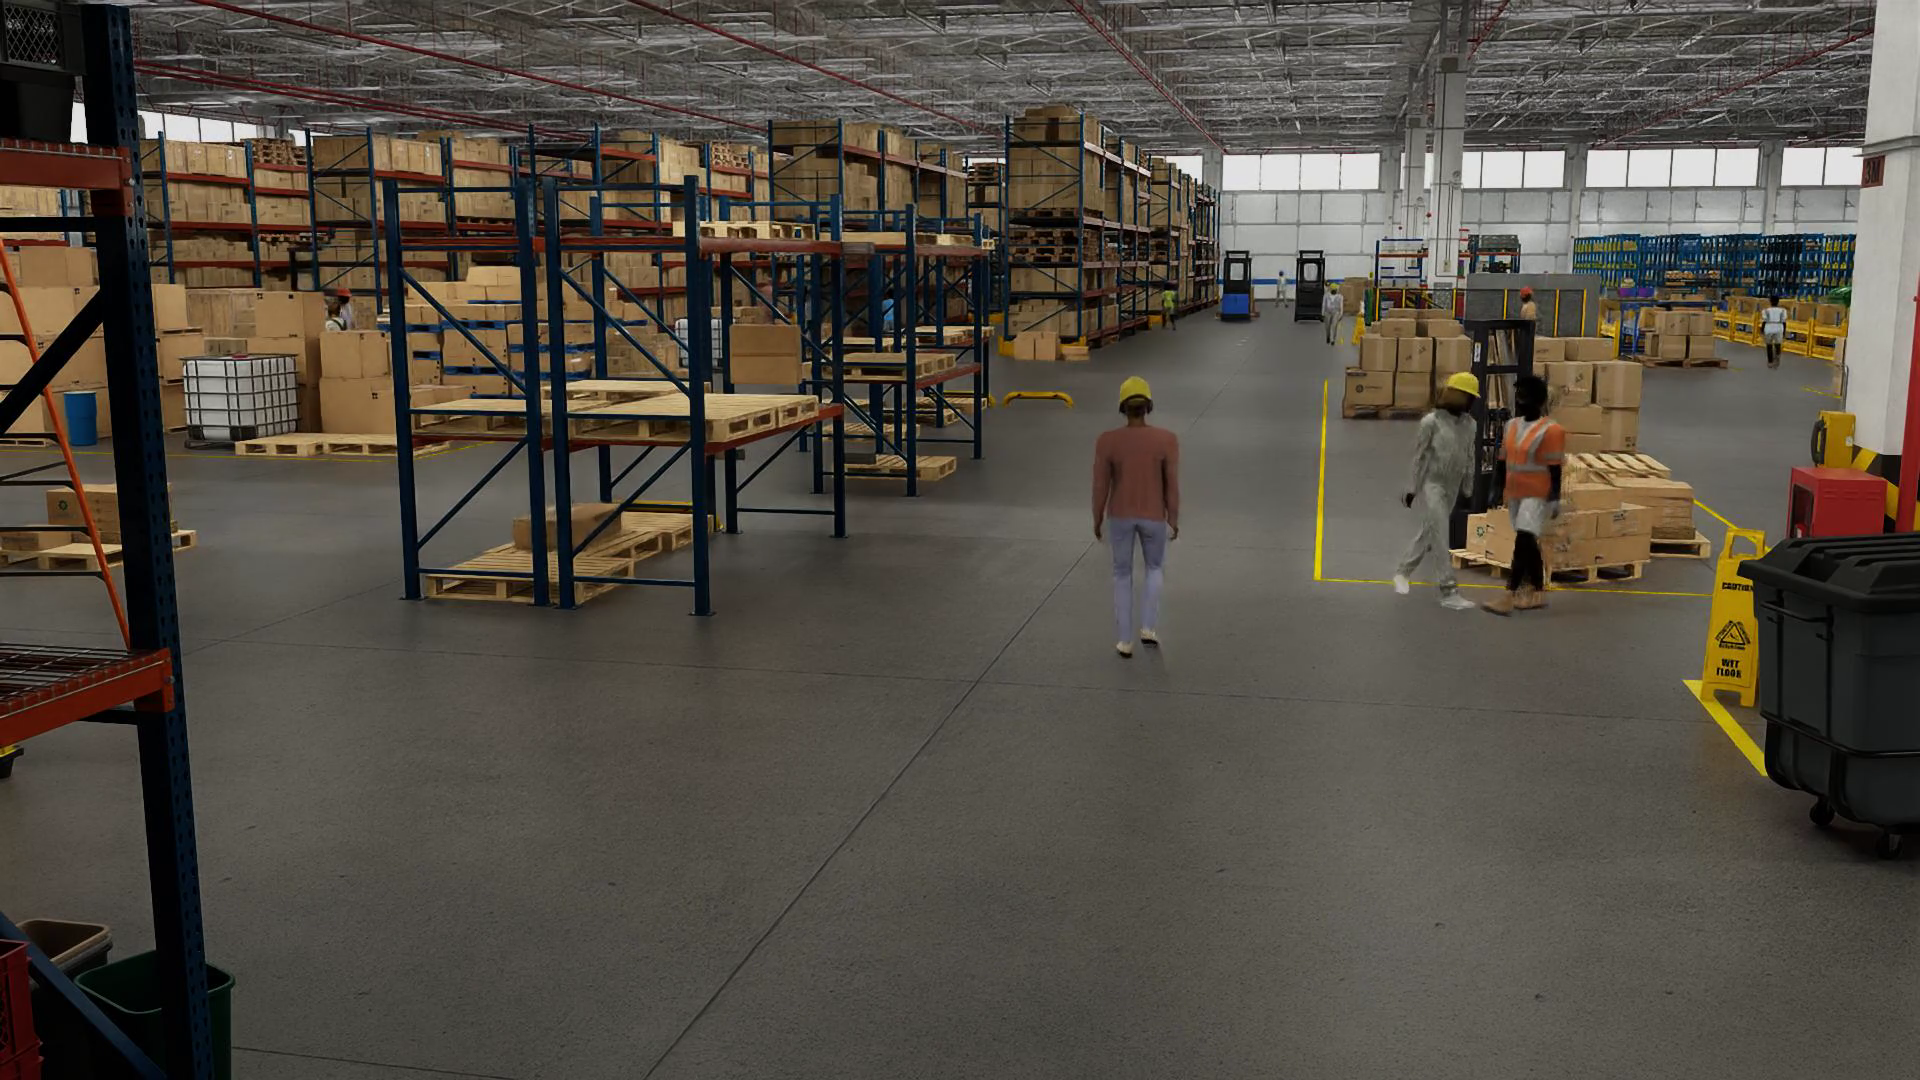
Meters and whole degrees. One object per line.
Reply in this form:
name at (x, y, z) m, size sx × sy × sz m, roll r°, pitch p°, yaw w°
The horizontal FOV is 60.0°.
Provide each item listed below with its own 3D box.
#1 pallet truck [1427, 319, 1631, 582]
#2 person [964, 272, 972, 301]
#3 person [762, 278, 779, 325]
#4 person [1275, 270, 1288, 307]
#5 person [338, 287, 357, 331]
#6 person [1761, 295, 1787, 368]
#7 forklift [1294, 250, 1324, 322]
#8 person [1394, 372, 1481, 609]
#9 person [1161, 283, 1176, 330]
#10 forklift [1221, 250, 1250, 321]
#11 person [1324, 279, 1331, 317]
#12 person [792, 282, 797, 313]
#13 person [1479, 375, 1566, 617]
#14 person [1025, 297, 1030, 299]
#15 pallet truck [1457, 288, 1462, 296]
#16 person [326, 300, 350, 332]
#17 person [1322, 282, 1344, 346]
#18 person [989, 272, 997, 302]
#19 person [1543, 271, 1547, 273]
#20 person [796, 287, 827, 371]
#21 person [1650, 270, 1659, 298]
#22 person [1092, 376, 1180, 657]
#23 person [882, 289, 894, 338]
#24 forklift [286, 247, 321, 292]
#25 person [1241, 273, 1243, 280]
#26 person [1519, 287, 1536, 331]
pallet truck at (4.543, -0.757, 13.299) m, size 0.823 × 1.965 × 1.885 m, roll -4°, pitch 10°, yaw -22°
person at (0.448, -11.478, 76.962) m, size 0.545 × 1.938 × 0.359 m, roll 1°, pitch 10°, yaw 7°
person at (-6.094, -7.523, 53.701) m, size 0.689 × 1.886 × 0.408 m, roll 5°, pitch 11°, yaw 27°
person at (16.599, -12.918, 85.607) m, size 0.626 × 1.911 × 0.962 m, roll -4°, pitch 10°, yaw -21°
person at (-12.293, -4.124, 33.476) m, size 0.751 × 1.911 × 0.577 m, roll 2°, pitch 10°, yaw 14°
person at (18.458, -4.717, 37.719) m, size 0.526 × 1.669 × 0.544 m, roll 3°, pitch 10°, yaw 16°
forklift at (13.778, -10.002, 65.433) m, size 1.129 × 2.768 × 1.873 m, roll 2°, pitch 10°, yaw 12°
person at (3.453, -0.384, 12.037) m, size 0.548 × 1.678 × 0.881 m, roll -5°, pitch 11°, yaw -25°
person at (7.304, -8.190, 58.315) m, size 0.561 × 1.664 × 0.746 m, roll -4°, pitch 10°, yaw -20°
forklift at (11.039, -10.167, 66.408) m, size 1.129 × 2.768 × 1.873 m, roll 2°, pitch 10°, yaw 12°
person at (15.628, -10.283, 70.812) m, size 0.495 × 1.626 × 0.275 m, roll -3°, pitch 10°, yaw -15°
person at (-6.092, -8.914, 62.769) m, size 0.776 × 1.605 × 0.537 m, roll 0°, pitch 10°, yaw 0°
person at (3.854, -0.299, 11.557) m, size 0.747 × 1.665 × 0.541 m, roll -4°, pitch 10°, yaw -21°
person at (2.505, -8.262, 57.915) m, size 0.635 × 1.937 × 0.361 m, roll -9°, pitch 13°, yaw -43°
pallet truck at (20.506, -9.785, 68.819) m, size 0.653 × 1.274 × 1.630 m, roll 2°, pitch 10°, yaw 12°
person at (-9.683, -2.801, 25.858) m, size 0.345 × 1.846 × 0.506 m, roll 3°, pitch 10°, yaw 18°
person at (10.713, -6.497, 47.809) m, size 0.622 × 1.816 × 0.451 m, roll 3°, pitch 10°, yaw 15°
person at (1.744, -13.841, 91.215) m, size 0.645 × 1.853 × 1.009 m, roll 2°, pitch 10°, yaw 12°
person at (28.176, -11.998, 80.137) m, size 0.639 × 1.909 × 0.409 m, roll 7°, pitch 12°, yaw 35°
person at (-3.312, -4.505, 35.756) m, size 1.019 × 1.916 × 0.629 m, roll -1°, pitch 10°, yaw -7°
person at (34.297, -12.304, 81.877) m, size 1.061 × 1.943 × 0.612 m, roll -1°, pitch 10°, yaw -4°
person at (1.098, -0.151, 10.452) m, size 0.541 × 1.746 × 0.553 m, roll 1°, pitch 10°, yaw 4°
person at (-1.824, -5.817, 44.162) m, size 0.532 × 1.694 × 0.319 m, roll 3°, pitch 10°, yaw 16°
forklift at (-19.386, -7.277, 49.296) m, size 1.129 × 2.768 × 1.873 m, roll 2°, pitch 10°, yaw 12°
person at (15.536, -13.708, 90.817) m, size 0.663 × 1.726 × 0.488 m, roll 9°, pitch 13°, yaw 42°
person at (11.977, -4.439, 35.418) m, size 0.972 × 1.884 × 0.571 m, roll 0°, pitch 10°, yaw -1°
